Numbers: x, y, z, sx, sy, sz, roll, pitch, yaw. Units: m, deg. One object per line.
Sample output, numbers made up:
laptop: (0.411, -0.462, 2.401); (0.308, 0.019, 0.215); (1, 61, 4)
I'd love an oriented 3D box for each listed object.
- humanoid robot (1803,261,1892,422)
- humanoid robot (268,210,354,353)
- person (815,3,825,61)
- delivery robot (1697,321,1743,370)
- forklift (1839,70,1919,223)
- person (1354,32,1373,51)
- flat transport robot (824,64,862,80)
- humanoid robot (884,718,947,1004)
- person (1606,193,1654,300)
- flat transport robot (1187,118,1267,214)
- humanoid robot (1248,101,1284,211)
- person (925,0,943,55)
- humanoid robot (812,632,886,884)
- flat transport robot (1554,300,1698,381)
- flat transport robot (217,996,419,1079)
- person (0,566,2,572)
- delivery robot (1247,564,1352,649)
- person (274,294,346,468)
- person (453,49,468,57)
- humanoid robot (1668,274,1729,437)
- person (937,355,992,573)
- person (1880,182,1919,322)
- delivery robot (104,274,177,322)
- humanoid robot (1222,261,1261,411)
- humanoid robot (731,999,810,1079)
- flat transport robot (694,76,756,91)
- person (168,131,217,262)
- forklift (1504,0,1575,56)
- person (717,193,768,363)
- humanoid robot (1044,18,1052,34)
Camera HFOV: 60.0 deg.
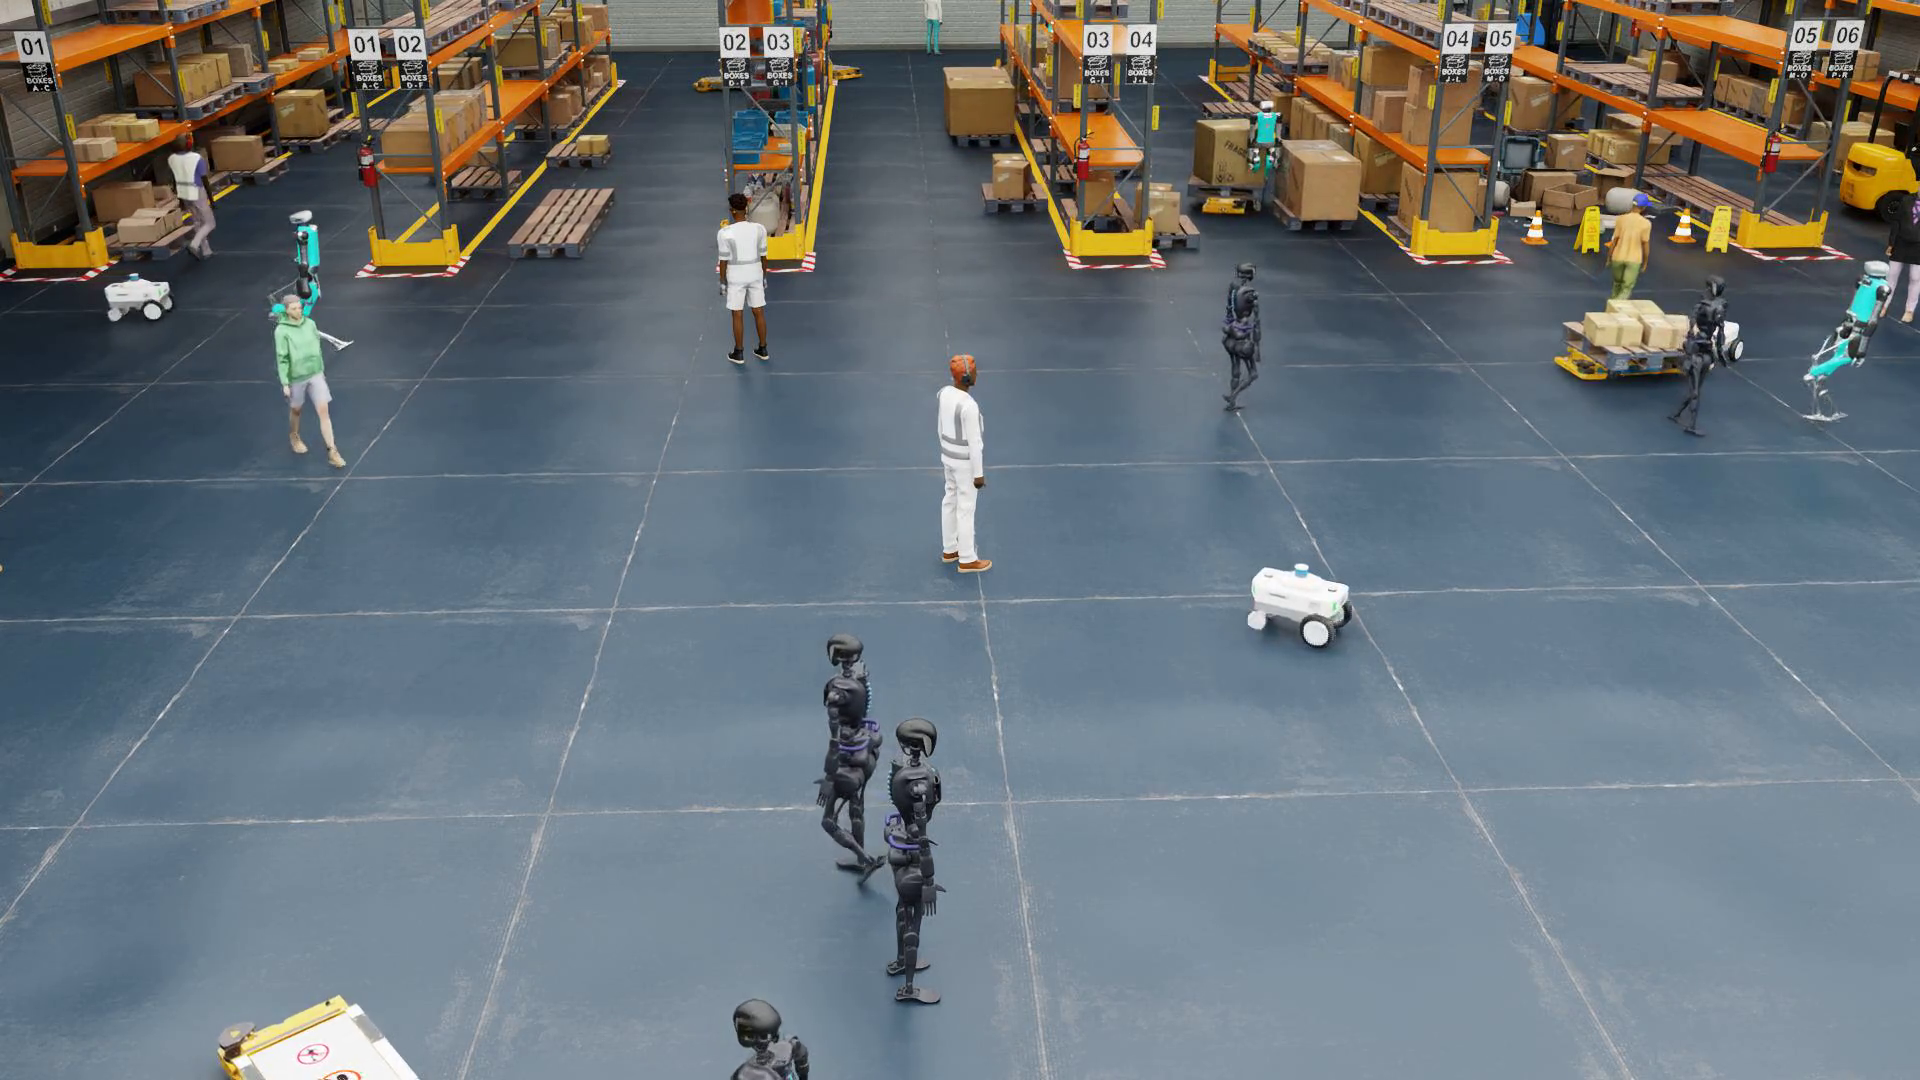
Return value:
humanoid robot: (9.023, -1.991, 17.158); (0.826, 1.775, 0.541); (0, 24, 0)
humanoid robot: (-7.652, -2.927, 19.247); (1.027, 1.739, 0.565); (-2, 24, -5)
person: (-3.552, -12.551, 40.797); (0.940, 1.801, 0.584); (14, 27, 28)
delivery robot: (8.762, -2.324, 19.351); (0.499, 0.601, 0.783); (22, 32, 40)
forklift: (15.132, -6.143, 25.915); (2.313, 2.155, 1.214); (-1, 24, -2)
person: (10.081, -12.930, 41.700); (0.903, 1.758, 0.594); (-2, 24, -4)
flat transport robot: (-3.080, -11.091, 39.394); (1.431, 0.231, 0.659); (16, 29, 32)
humanoid robot: (-0.244, 1.687, 8.932); (0.315, 1.657, 0.599); (-3, 24, -8)
person: (8.168, -3.422, 20.423); (0.485, 1.678, 0.802); (17, 29, 34)
flat transport robot: (4.314, -5.526, 26.889); (0.659, 0.231, 1.431); (5, 25, 12)
humanoid robot: (4.743, -6.038, 26.301); (0.532, 1.862, 0.737); (-2, 24, -4)
person: (-0.663, -13.333, 42.590); (0.533, 1.767, 0.318); (18, 30, 35)
humanoid robot: (-0.614, 1.285, 9.843); (0.406, 1.647, 0.602); (8, 25, 17)
flat transport robot: (7.645, -2.055, 19.091); (1.431, 0.231, 0.659); (-4, 24, -9)
flat transport robot: (-3.117, 2.757, 8.278); (0.659, 0.231, 1.431); (-20, 31, -37)
person: (-8.380, -0.565, 13.758); (0.563, 1.890, 0.380); (-20, 31, -37)
delivery robot: (2.663, 0.467, 13.038); (0.746, 0.567, 0.499); (13, 27, 27)
person: (-6.448, -1.588, 16.283); (0.927, 1.693, 0.493); (22, 32, 40)
person: (-11.312, -11.042, 37.537); (0.542, 1.693, 0.458); (13, 27, 27)
humanoid robot: (7.655, -1.924, 17.098); (0.586, 1.644, 0.607); (-14, 27, -28)
person: (0.026, -0.643, 13.936); (0.356, 1.882, 0.574); (-14, 27, -28)
person: (11.882, -3.657, 20.755); (0.544, 1.850, 0.409); (20, 31, 37)
delivery robot: (-10.353, -3.059, 20.999); (0.789, 0.598, 0.499); (-2, 24, -4)
humanoid robot: (2.946, -2.147, 17.570); (0.395, 1.649, 0.584); (-12, 27, -25)
humanoid robot: (-0.806, 2.616, 6.896); (0.671, 1.637, 0.616); (13, 27, 27)
flat transport robot: (-5.294, -10.371, 37.777); (1.431, 0.231, 0.659); (-7, 25, -14)
person: (-10.760, -4.792, 23.325); (0.579, 1.823, 0.613); (7, 25, 16)
forklift: (14.700, -13.805, 42.301); (1.873, 2.768, 1.129); (-1, 24, -2)
person: (-2.495, -3.022, 19.195); (0.601, 1.957, 0.383); (-13, 27, -27)
humanoid robot: (2.322, -12.972, 41.656); (0.736, 1.673, 0.533); (5, 25, 12)
